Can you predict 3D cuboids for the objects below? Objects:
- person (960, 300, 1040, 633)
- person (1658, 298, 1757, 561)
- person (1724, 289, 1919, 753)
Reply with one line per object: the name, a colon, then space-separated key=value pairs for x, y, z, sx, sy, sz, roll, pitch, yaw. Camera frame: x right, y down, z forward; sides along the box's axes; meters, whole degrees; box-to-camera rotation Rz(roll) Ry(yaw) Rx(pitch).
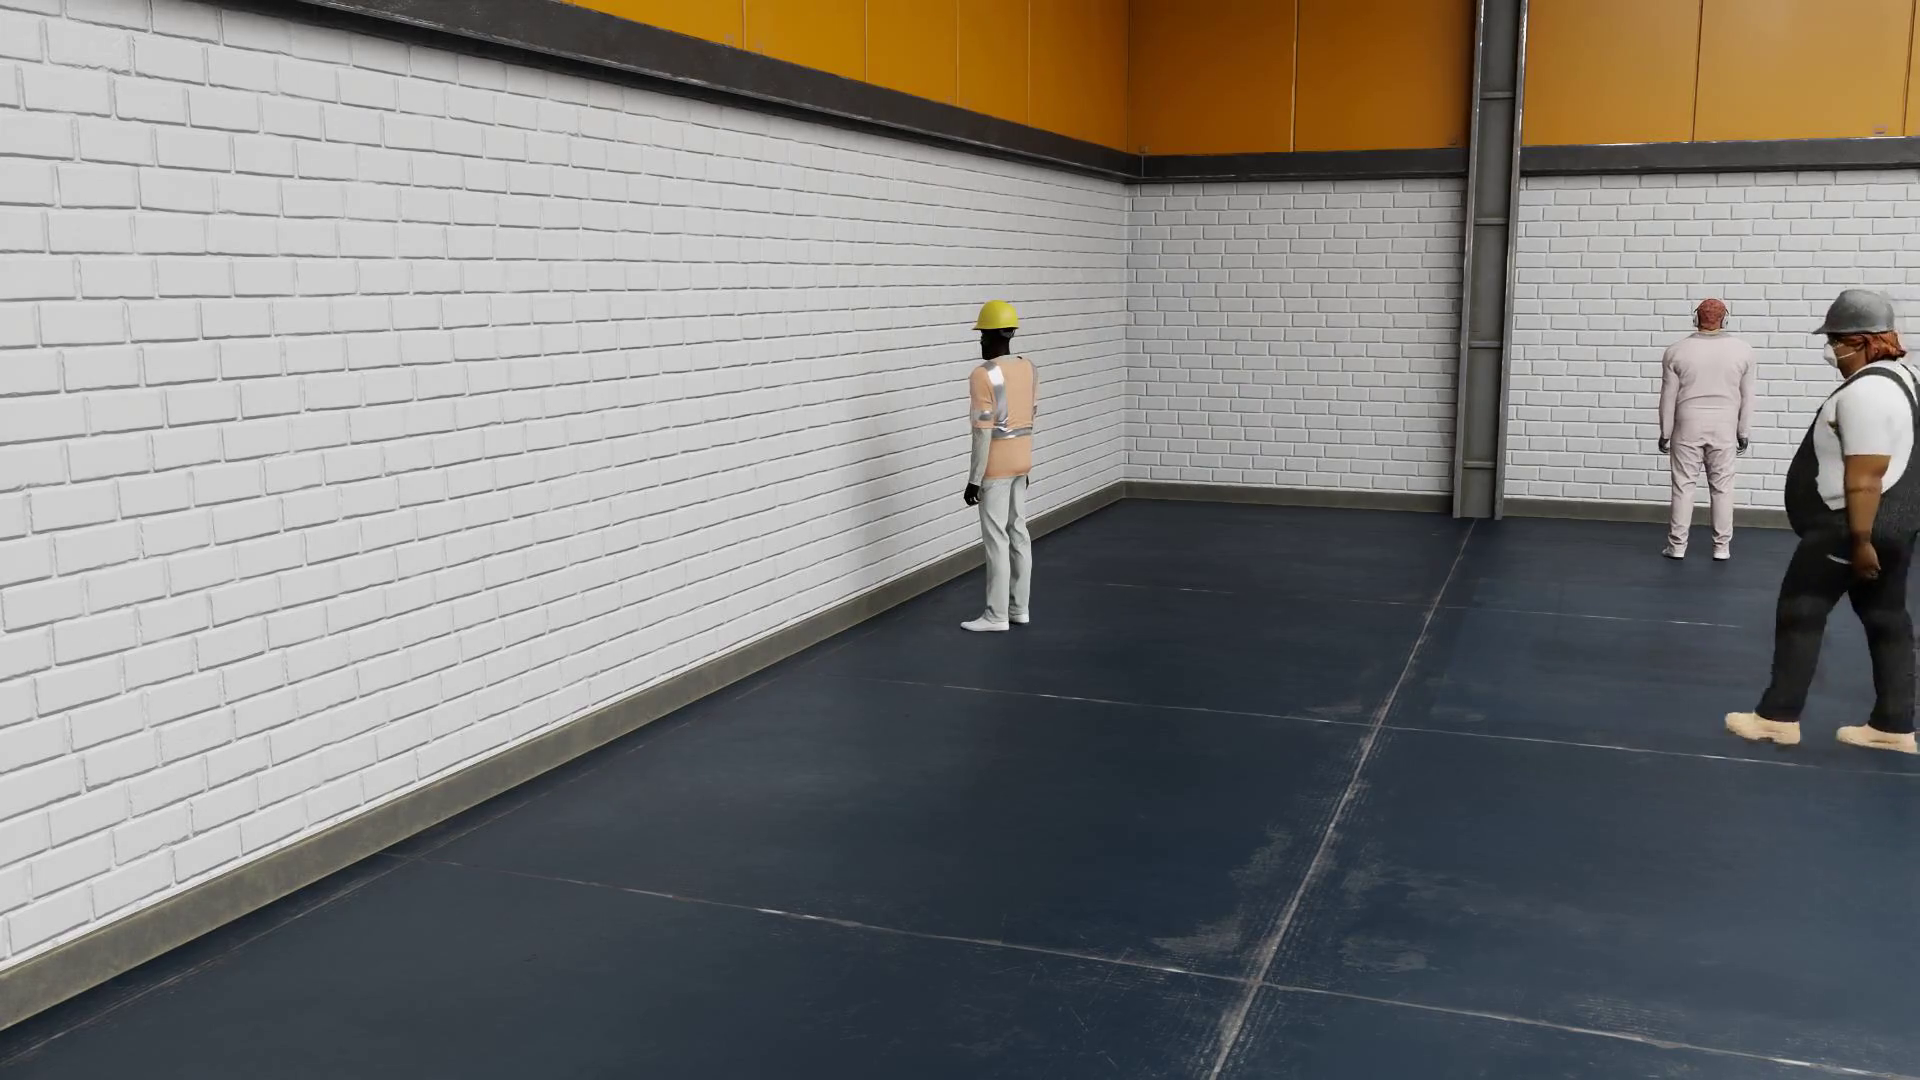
person: x=0.224 y=-0.422 z=9.664 sx=0.369 sy=1.927 sz=0.587 roll=6 pitch=11 yaw=34
person: x=5.395 y=-0.794 z=12.066 sx=0.642 sy=1.909 sz=0.410 roll=2 pitch=9 yaw=15
person: x=3.826 y=-0.100 z=7.287 sx=0.691 sy=2.000 sz=0.852 roll=-9 pitch=12 yaw=-43
